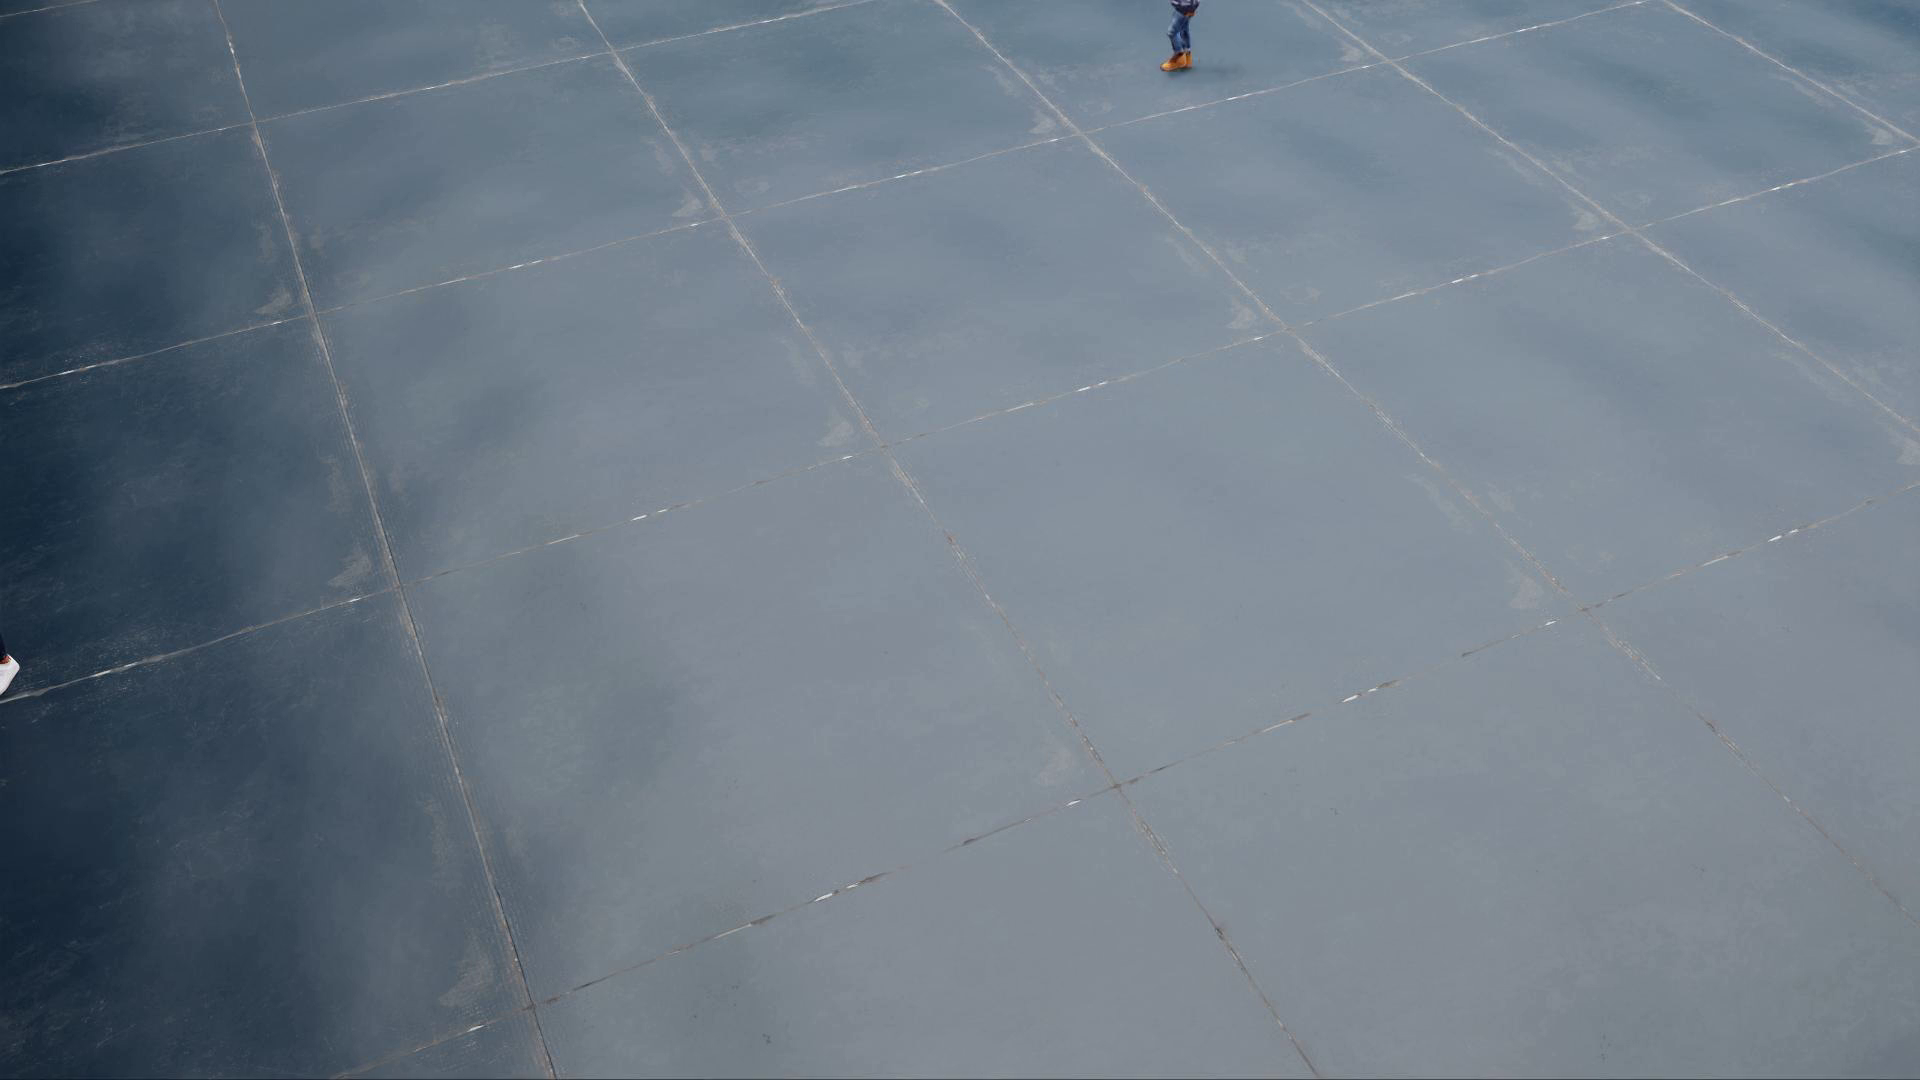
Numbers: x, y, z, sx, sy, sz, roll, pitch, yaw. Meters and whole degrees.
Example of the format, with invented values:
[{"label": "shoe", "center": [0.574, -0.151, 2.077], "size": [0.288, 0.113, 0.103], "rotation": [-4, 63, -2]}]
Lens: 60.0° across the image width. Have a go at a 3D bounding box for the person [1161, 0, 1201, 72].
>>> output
[{"label": "person", "center": [1.909, -4.489, 13.776], "size": [0.642, 1.241, 0.558], "rotation": [0, 42, 0]}]
